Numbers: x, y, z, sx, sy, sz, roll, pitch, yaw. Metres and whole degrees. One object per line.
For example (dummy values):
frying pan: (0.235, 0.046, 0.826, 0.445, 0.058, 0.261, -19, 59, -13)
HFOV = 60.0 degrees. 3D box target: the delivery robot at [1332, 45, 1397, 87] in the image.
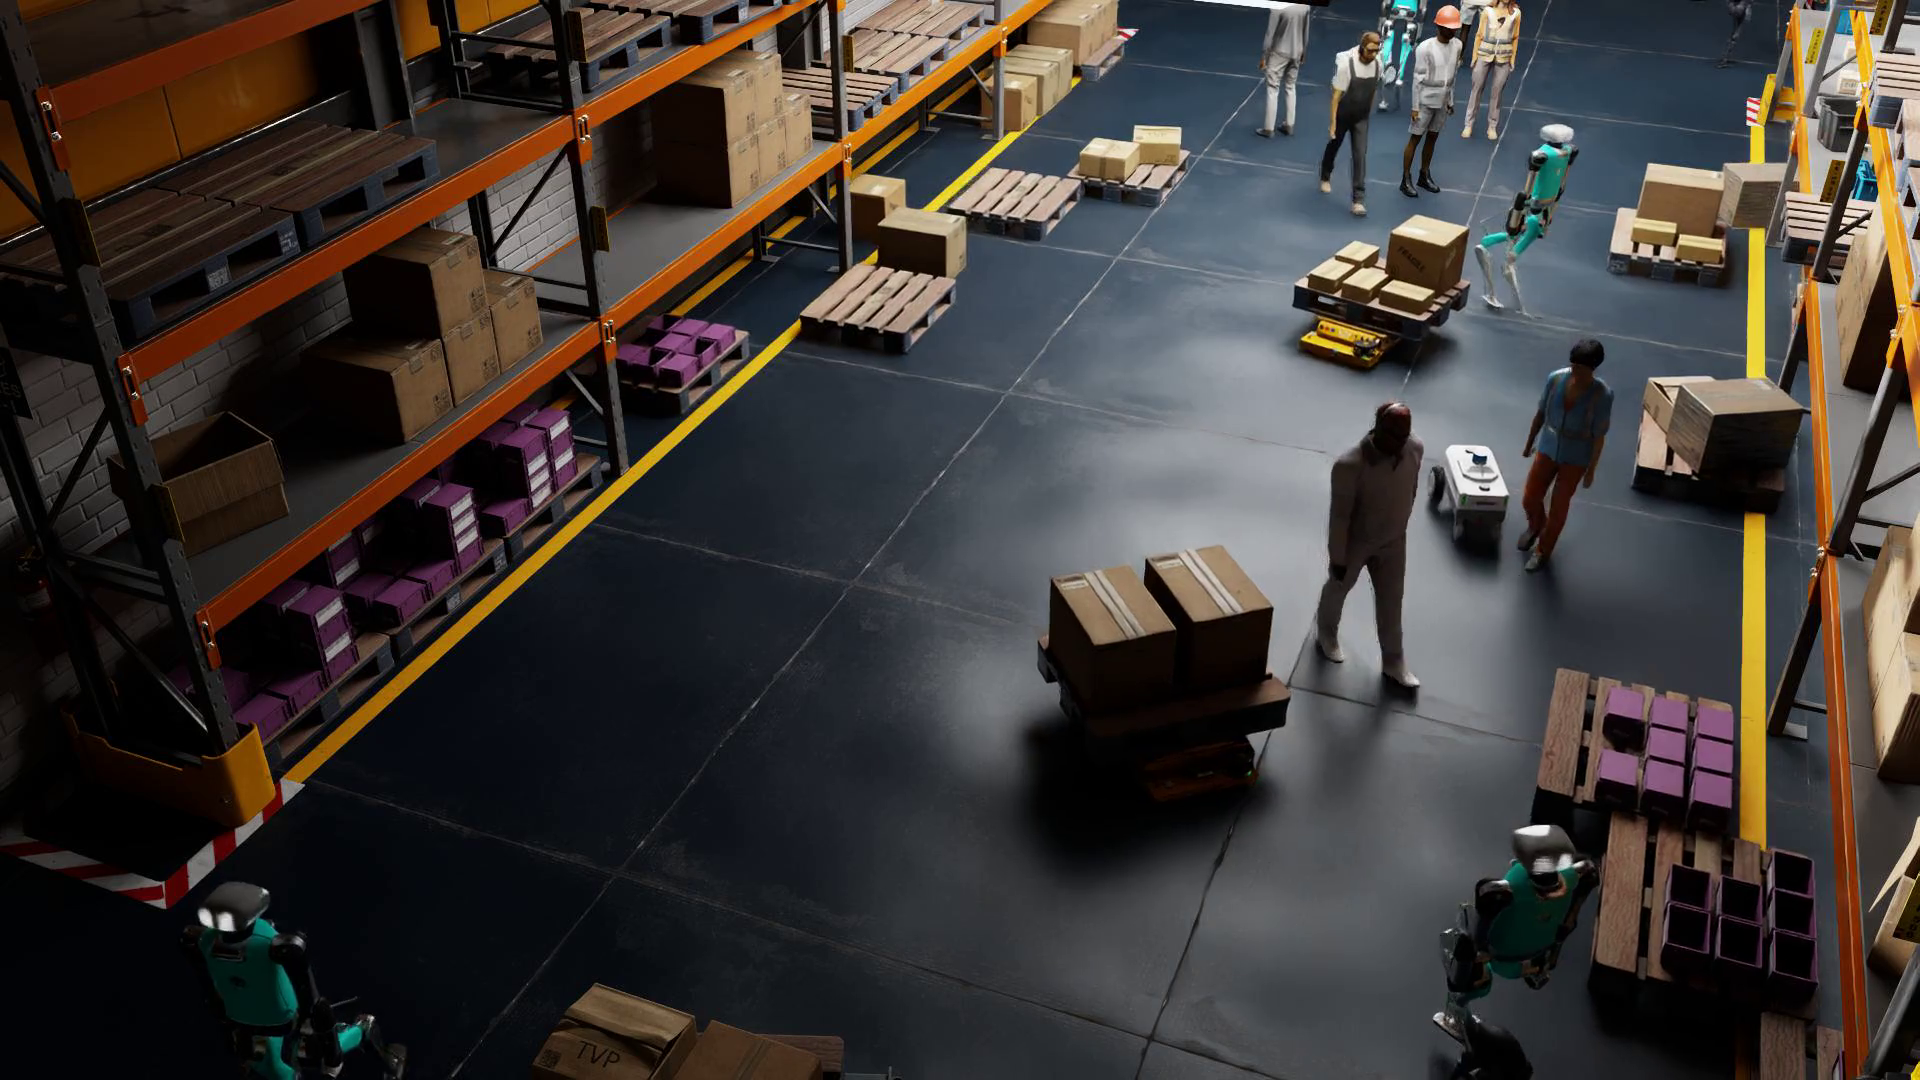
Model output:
delivery robot: (4.934, -5.817, 20.326, 0.793, 0.590, 0.499, -20, 38, -28)

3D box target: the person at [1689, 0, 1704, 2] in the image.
person: (10.353, -8.460, 23.382, 0.685, 1.662, 0.462, 25, 40, 33)

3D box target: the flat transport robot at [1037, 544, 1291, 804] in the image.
flat transport robot: (1.190, 1.017, 10.018, 0.659, 0.231, 1.431, -10, 34, -15)

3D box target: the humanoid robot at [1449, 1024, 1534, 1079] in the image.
humanoid robot: (1.957, 2.448, 6.570, 0.591, 1.639, 0.757, -20, 38, -28)

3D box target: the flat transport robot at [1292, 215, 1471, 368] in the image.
flat transport robot: (3.612, -1.918, 14.561, 0.659, 0.231, 1.431, 23, 39, 31)

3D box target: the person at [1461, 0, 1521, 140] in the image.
person: (5.926, -5.345, 18.470, 0.478, 1.781, 0.300, 7, 34, 11)

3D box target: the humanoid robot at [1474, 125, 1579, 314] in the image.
humanoid robot: (4.884, -2.828, 14.638, 0.554, 1.794, 0.762, -20, 38, -28)

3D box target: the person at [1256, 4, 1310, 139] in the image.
person: (3.610, -5.388, 18.439, 0.565, 1.887, 0.405, -12, 35, -18)

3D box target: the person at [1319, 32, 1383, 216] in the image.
person: (3.944, -4.246, 16.775, 0.546, 1.792, 1.027, -5, 33, -8)

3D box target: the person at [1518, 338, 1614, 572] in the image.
person: (4.008, -0.569, 11.112, 0.540, 1.747, 0.388, 24, 40, 32)

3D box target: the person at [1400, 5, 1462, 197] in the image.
person: (4.842, -4.481, 16.991, 0.542, 1.939, 0.363, -14, 35, -21)

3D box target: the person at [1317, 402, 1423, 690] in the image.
person: (2.538, 0.042, 10.050, 0.672, 1.872, 0.850, -13, 35, -19)

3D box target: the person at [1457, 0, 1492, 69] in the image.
person: (6.455, -6.678, 20.616, 0.530, 1.688, 0.323, 13, 35, 20)

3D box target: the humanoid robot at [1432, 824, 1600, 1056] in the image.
humanoid robot: (2.334, 1.792, 7.443, 0.547, 1.722, 0.963, -8, 34, -12)

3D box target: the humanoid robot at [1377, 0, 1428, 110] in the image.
humanoid robot: (5.044, -5.748, 19.181, 0.558, 1.833, 0.724, 12, 35, 18)

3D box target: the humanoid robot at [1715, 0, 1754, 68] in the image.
humanoid robot: (9.756, -6.700, 20.658, 0.413, 1.644, 0.608, 2, 33, 2)

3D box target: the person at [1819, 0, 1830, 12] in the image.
person: (10.959, -6.781, 20.615, 0.522, 1.865, 0.388, -4, 33, -6)

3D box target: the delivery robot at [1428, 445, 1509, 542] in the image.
delivery robot: (3.679, -0.379, 11.930, 0.499, 0.612, 0.796, 2, 33, 3)

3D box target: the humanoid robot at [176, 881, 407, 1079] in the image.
humanoid robot: (-2.804, 2.013, 7.209, 0.530, 1.804, 1.016, 5, 33, 8)
